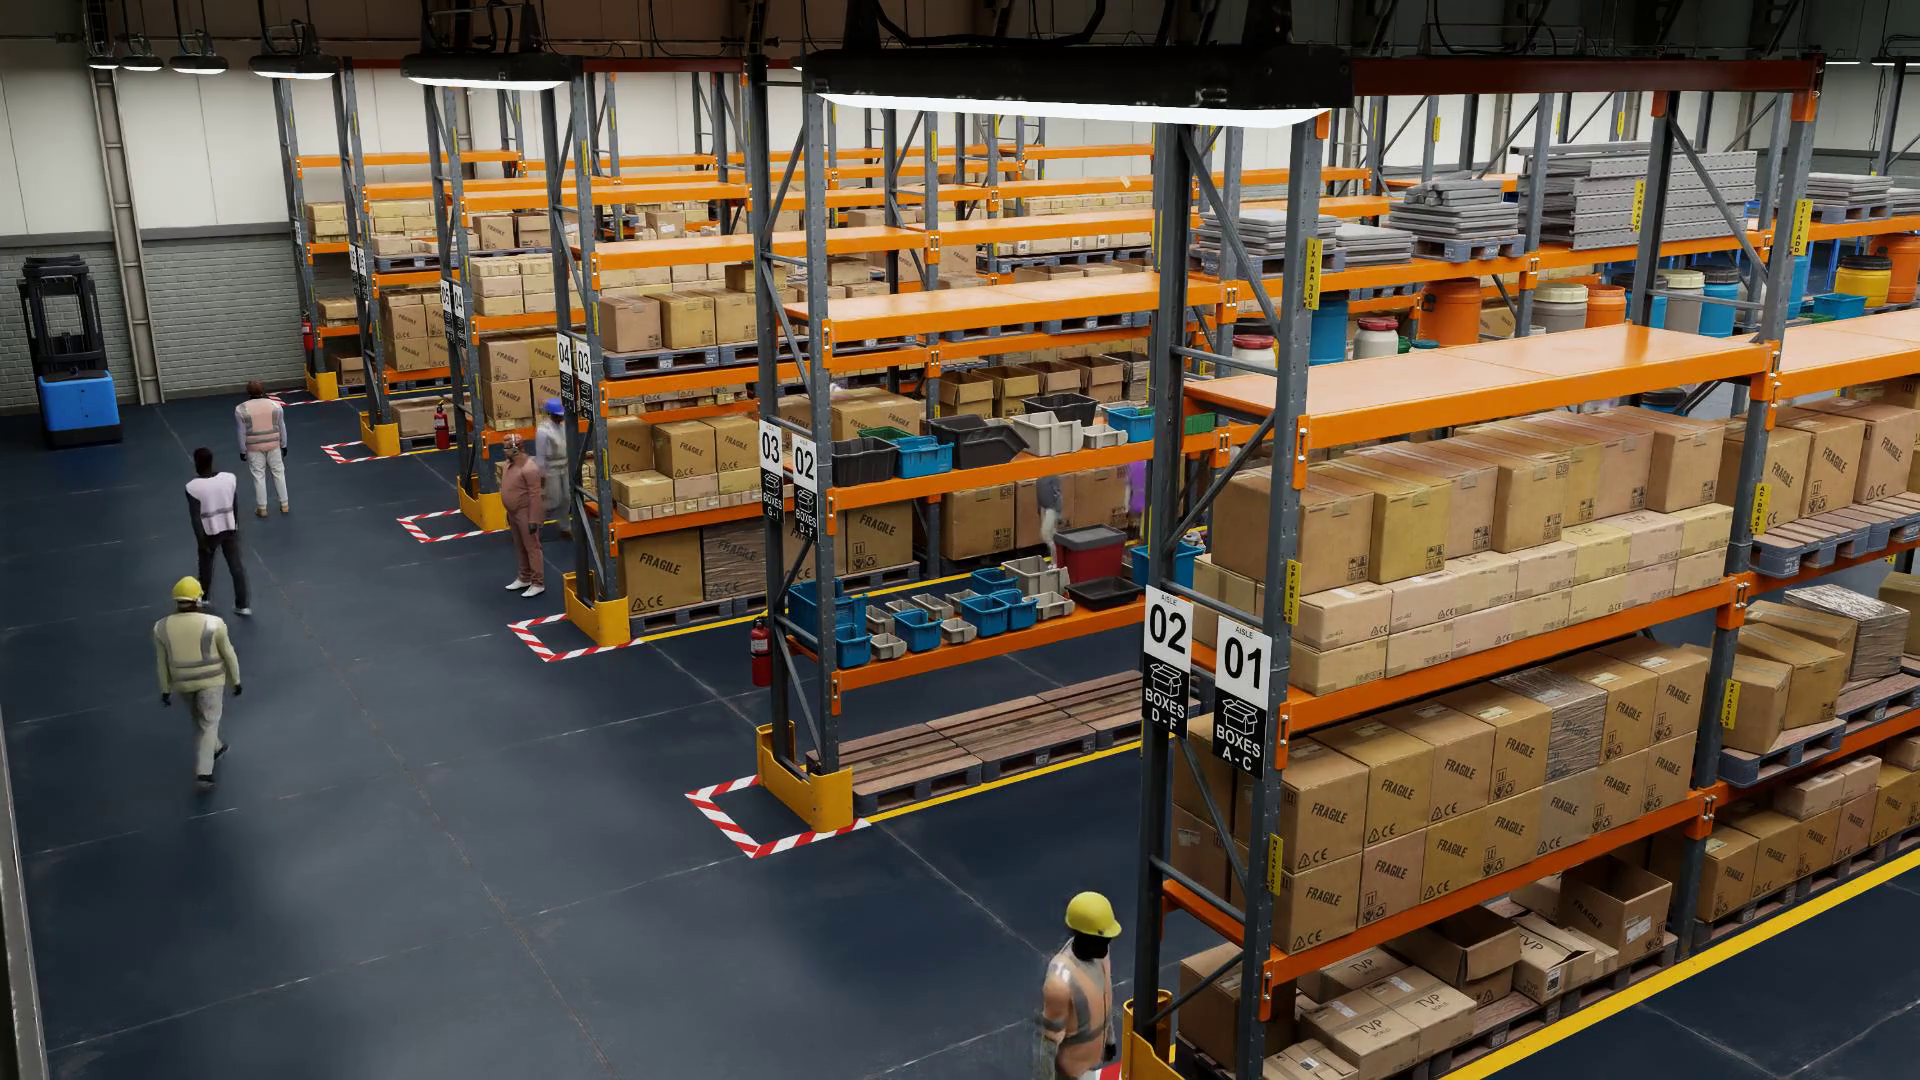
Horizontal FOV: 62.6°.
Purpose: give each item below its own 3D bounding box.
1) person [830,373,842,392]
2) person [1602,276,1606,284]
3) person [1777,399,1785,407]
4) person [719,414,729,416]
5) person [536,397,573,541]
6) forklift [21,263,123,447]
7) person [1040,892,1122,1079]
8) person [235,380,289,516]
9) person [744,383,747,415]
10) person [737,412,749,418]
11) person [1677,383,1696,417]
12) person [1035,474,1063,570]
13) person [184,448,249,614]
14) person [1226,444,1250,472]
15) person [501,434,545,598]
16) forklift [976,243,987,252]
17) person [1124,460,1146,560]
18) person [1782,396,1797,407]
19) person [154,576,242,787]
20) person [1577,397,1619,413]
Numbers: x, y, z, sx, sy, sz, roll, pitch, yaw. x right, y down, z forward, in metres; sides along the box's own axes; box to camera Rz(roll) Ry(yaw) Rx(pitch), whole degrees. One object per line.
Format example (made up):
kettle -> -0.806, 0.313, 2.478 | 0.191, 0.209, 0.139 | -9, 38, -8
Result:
person -> -1.988, -1.598, 22.527 | 0.908, 1.845, 0.584 | -11, 20, -31
person -> 13.483, -5.004, 33.569 | 0.644, 1.911, 0.918 | -4, 17, -13
person -> 11.321, -1.442, 22.073 | 0.973, 1.808, 0.531 | -5, 18, -17
person -> -2.838, -0.571, 19.042 | 0.770, 1.910, 0.585 | -12, 21, -35
person -> -5.167, -0.896, 20.100 | 0.582, 1.916, 0.659 | 8, 19, 25
forklift -> -14.518, -3.079, 25.708 | 1.129, 2.768, 1.873 | -10, 20, -31
person -> 0.581, 2.688, 8.410 | 0.958, 1.885, 0.591 | 9, 19, 27
person -> -9.458, -1.254, 21.406 | 0.633, 1.842, 0.429 | -12, 21, -35
person -> -3.591, -2.478, 25.200 | 0.772, 1.979, 0.639 | -10, 20, -30
person -> -2.865, -0.892, 20.643 | 0.831, 1.589, 0.506 | -9, 19, -26
person -> 10.783, -2.003, 23.714 | 0.586, 1.928, 0.364 | -11, 20, -32
person -> 1.070, -0.372, 18.914 | 0.425, 1.603, 0.512 | -8, 19, -25
person -> -8.356, -0.125, 17.658 | 0.995, 1.870, 0.598 | 14, 22, 39
person -> 3.300, -0.525, 18.996 | 0.710, 1.853, 0.550 | -10, 19, -29
person -> -5.054, -0.292, 18.151 | 0.401, 1.904, 0.641 | -14, 22, -38
forklift -> 0.988, -5.474, 34.718 | 1.214, 2.155, 2.313 | -10, 20, -31
person -> 2.123, -0.376, 18.473 | 0.984, 1.885, 0.553 | -14, 22, -38
person -> 12.730, -2.178, 24.389 | 0.461, 1.870, 0.676 | 0, 17, 1
person -> -6.500, 1.192, 13.481 | 0.612, 1.791, 0.933 | -1, 17, -5
person -> 9.684, -2.058, 23.894 | 0.645, 1.928, 0.537 | 15, 23, 41
